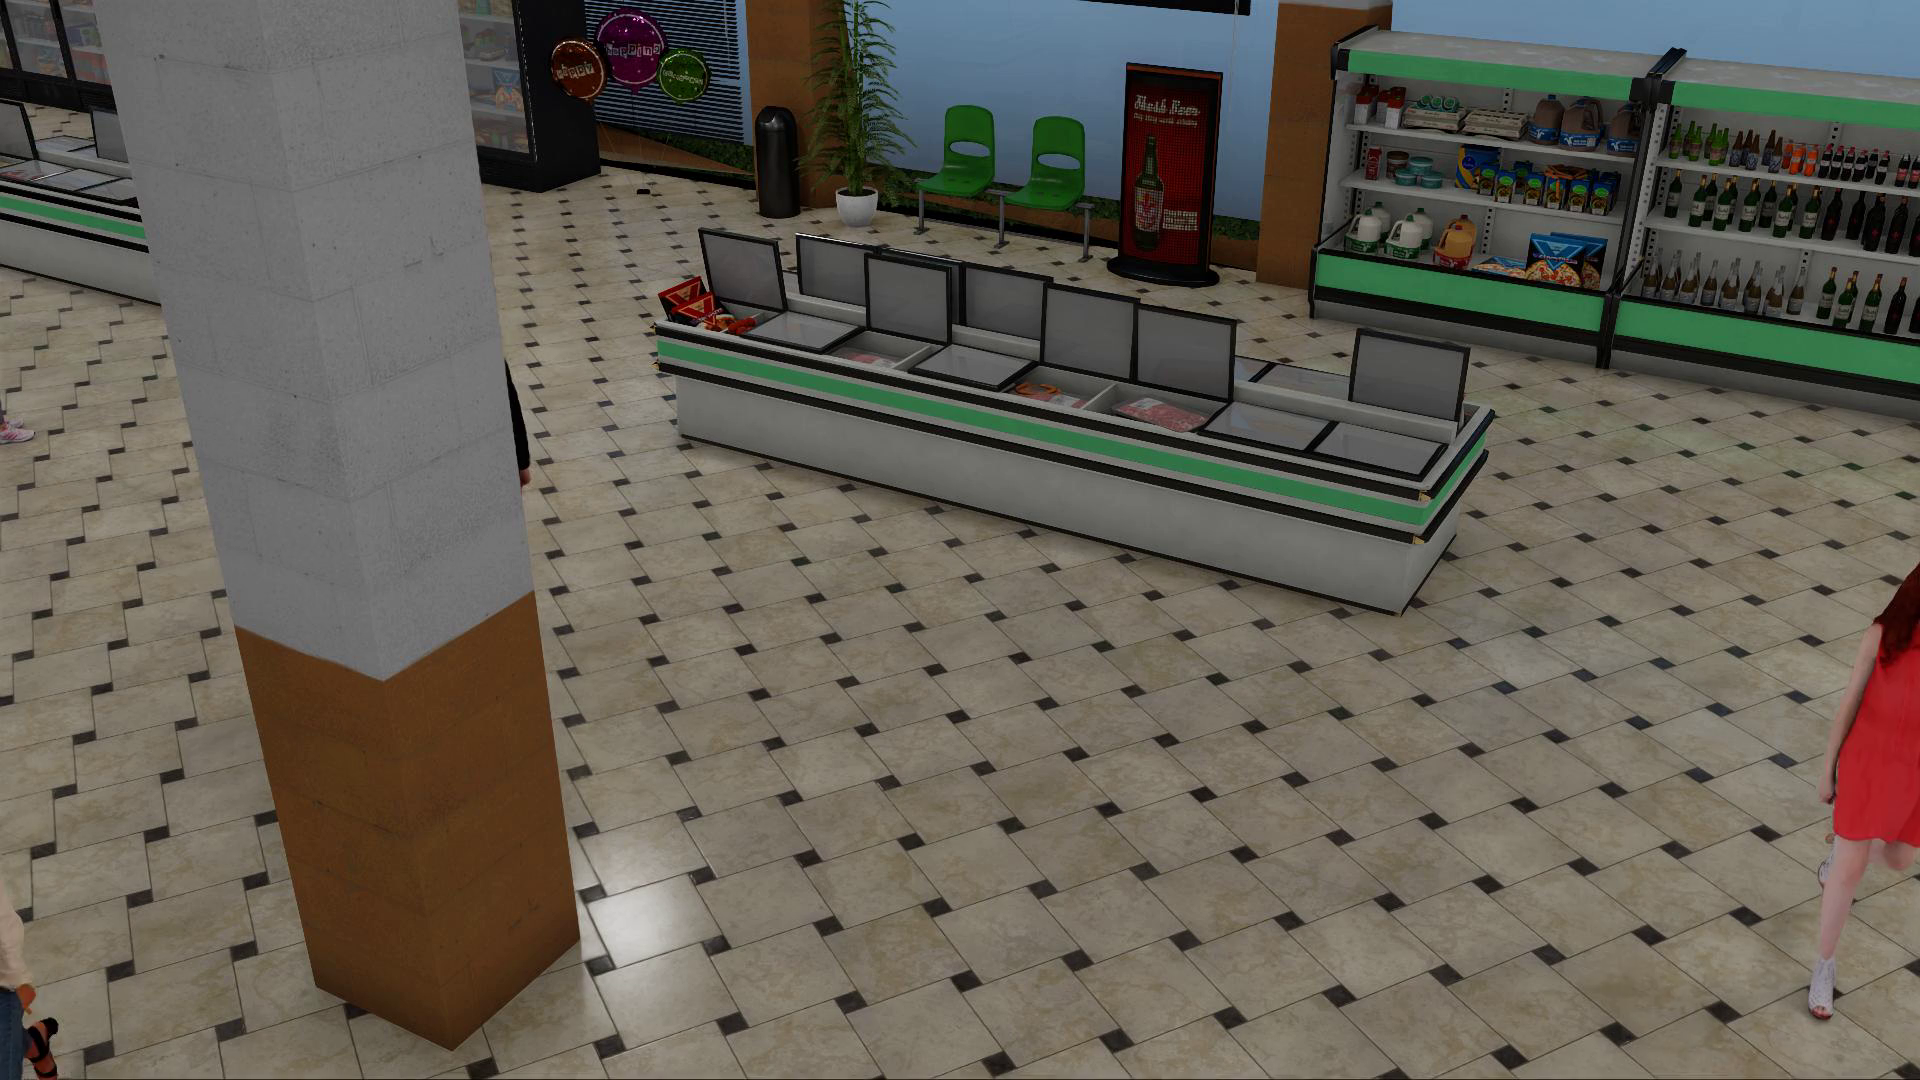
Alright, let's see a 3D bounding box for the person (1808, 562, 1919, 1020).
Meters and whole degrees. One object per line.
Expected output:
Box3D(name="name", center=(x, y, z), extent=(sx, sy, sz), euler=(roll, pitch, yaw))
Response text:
Box3D(name="person", center=(3.323, 0.821, 5.947), extent=(1.016, 1.805, 0.816), euler=(8, 28, 15))
